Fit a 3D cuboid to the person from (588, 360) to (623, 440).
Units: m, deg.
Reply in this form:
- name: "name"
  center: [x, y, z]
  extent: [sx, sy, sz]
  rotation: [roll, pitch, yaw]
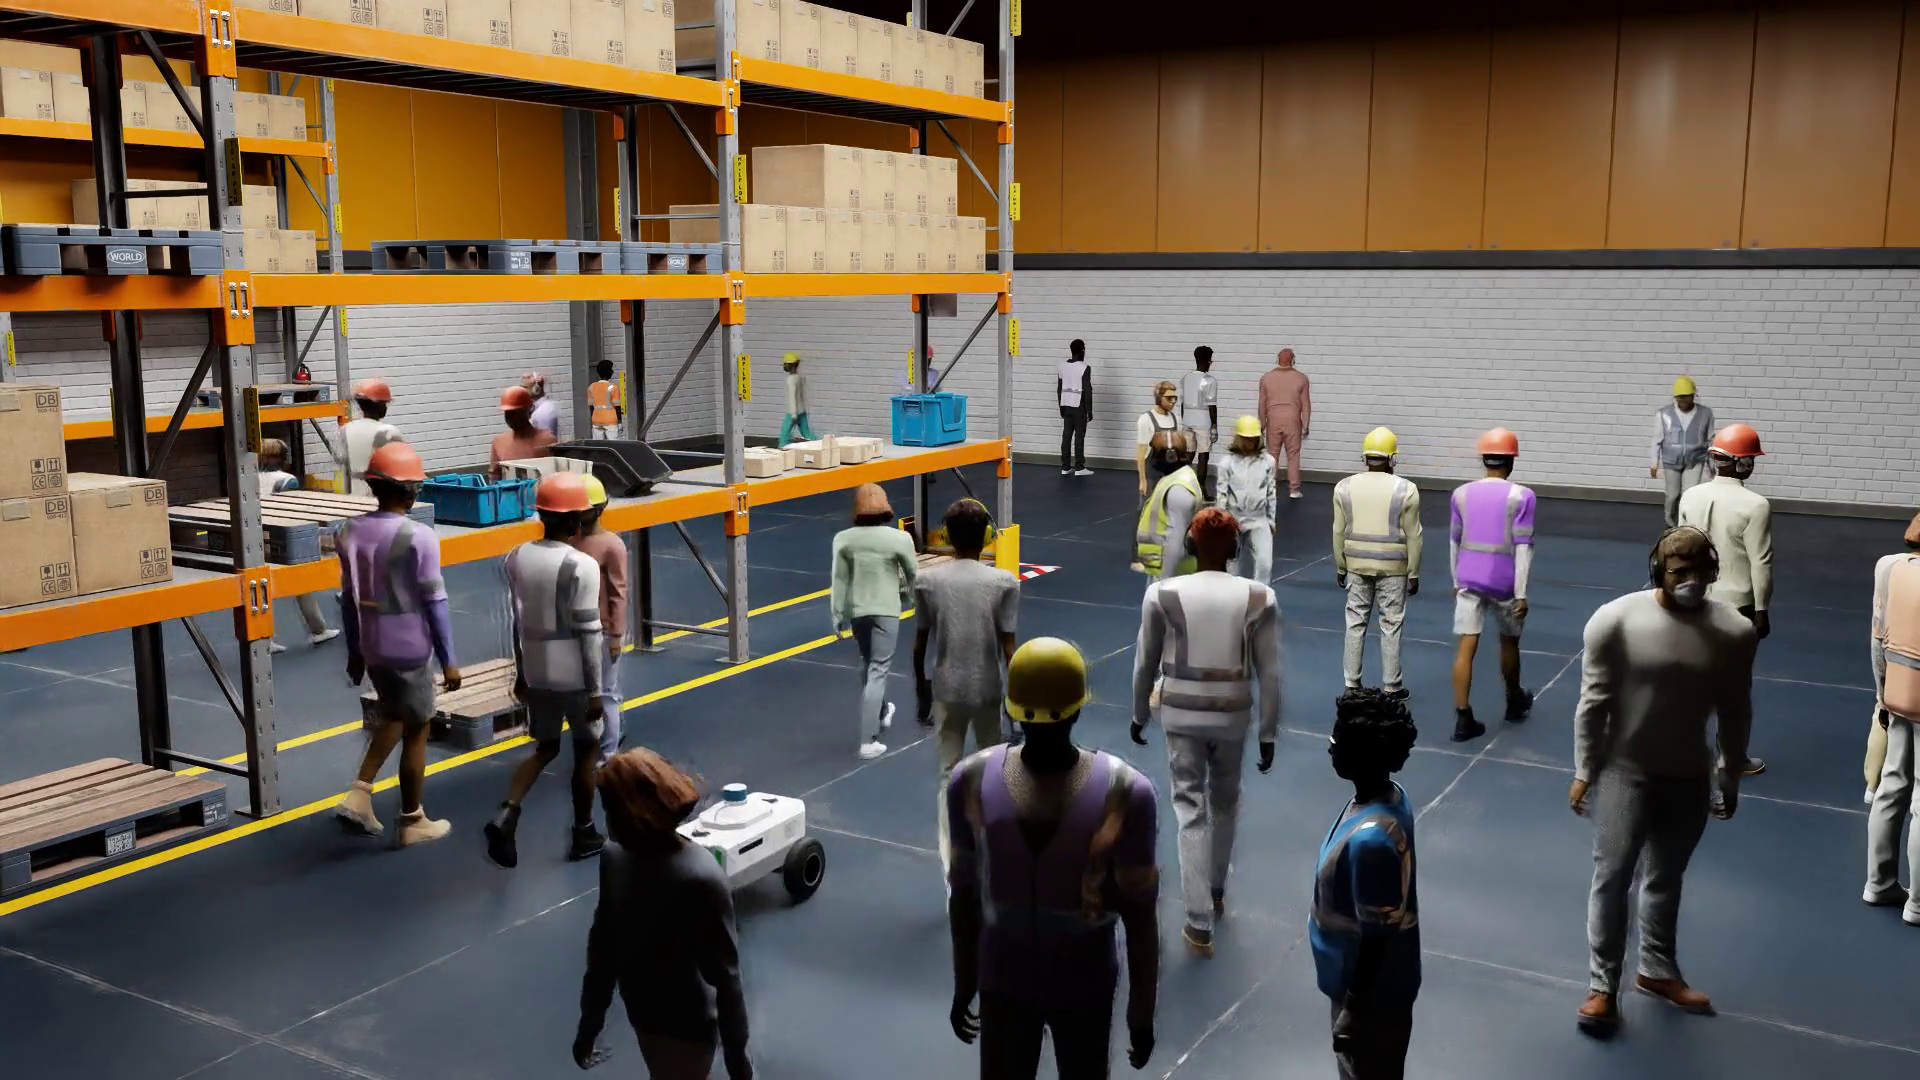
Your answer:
- name: "person"
  center: [-4.715, -1.554, 22.191]
  extent: [0.535, 1.697, 0.318]
  rotation: [5, 10, 27]

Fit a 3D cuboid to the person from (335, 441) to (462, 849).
- name: "person"
  center: [-2.751, 0.533, 8.137]
  extent: [0.607, 2.027, 0.479]
  rotation: [6, 11, 31]

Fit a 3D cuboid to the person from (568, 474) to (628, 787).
- name: "person"
  center: [-2.042, 0.499, 9.185]
  extent: [0.553, 1.749, 0.375]
  rotation: [7, 11, 37]

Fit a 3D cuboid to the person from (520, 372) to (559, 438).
- name: "person"
  center: [-4.140, -0.698, 16.256]
  extent: [0.425, 1.893, 0.645]
  rotation: [-3, 10, -20]

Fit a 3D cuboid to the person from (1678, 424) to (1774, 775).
- name: "person"
  center: [4.350, 0.336, 9.469]
  extent: [0.378, 1.995, 0.612]
  rotation: [-4, 10, -25]

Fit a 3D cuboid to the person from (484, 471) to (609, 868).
- name: "person"
  center: [-1.936, 0.633, 7.858]
  extent: [0.554, 1.916, 0.696]
  rotation: [5, 10, 27]

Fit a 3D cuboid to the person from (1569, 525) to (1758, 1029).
- name: "person"
  center: [2.631, 0.890, 6.264]
  extent: [0.674, 1.922, 0.488]
  rotation: [0, 9, 0]

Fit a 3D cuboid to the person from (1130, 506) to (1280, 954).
- name: "person"
  center: [1.040, 0.769, 7.198]
  extent: [0.597, 1.844, 0.886]
  rotation: [0, 9, -2]

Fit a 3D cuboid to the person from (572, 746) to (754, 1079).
- name: "person"
  center: [-0.767, 1.331, 4.556]
  extent: [0.830, 1.582, 0.519]
  rotation: [-9, 13, -43]

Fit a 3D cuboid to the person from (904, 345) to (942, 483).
- name: "person"
  center: [-0.515, -1.760, 22.897]
  extent: [0.541, 1.896, 1.020]
  rotation: [-2, 9, -11]

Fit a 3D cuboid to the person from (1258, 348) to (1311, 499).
- name: "person"
  center: [4.097, -1.466, 20.994]
  extent: [0.651, 1.906, 0.403]
  rotation: [3, 10, 18]

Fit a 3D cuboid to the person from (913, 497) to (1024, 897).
- name: "person"
  center: [0.056, 0.711, 7.653]
  extent: [0.537, 1.821, 0.937]
  rotation: [1, 9, 8]

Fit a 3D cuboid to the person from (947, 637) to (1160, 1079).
- name: "person"
  center: [0.253, 1.176, 4.552]
  extent: [0.598, 1.895, 0.869]
  rotation: [2, 9, 14]

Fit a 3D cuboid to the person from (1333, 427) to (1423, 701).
- name: "person"
  center: [2.765, 0.169, 11.003]
  extent: [0.590, 1.837, 0.404]
  rotation: [5, 11, 31]

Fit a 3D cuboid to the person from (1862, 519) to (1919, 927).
- name: "person"
  center: [4.242, 0.723, 7.260]
  extent: [0.369, 1.925, 0.594]
  rotation: [-1, 9, -9]

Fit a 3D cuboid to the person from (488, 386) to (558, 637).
- name: "person"
  center: [-3.401, -0.211, 12.931]
  extent: [0.644, 1.973, 0.447]
  rotation: [4, 10, 23]

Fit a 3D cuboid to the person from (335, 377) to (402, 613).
- name: "person"
  center: [-4.763, -0.305, 13.428]
  extent: [0.613, 2.018, 0.831]
  rotation: [4, 10, 24]

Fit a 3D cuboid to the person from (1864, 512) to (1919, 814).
- name: "person"
  center: [5.052, 0.631, 8.771]
  extent: [0.271, 1.627, 0.496]
  rotation: [-7, 12, -38]

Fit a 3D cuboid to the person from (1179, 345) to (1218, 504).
- name: "person"
  center: [2.962, -1.429, 20.600]
  extent: [0.372, 1.958, 0.607]
  rotation: [-7, 11, -35]

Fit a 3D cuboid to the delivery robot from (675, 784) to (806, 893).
- name: "delivery robot"
  center: [-0.999, 1.334, 7.427]
  extent: [0.477, 0.478, 0.707]
  rotation: [5, 10, 28]

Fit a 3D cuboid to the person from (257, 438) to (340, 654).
- name: "person"
  center: [-5.082, 0.035, 12.534]
  extent: [0.537, 1.597, 0.789]
  rotation: [4, 10, 25]

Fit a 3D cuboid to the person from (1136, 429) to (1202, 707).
- name: "person"
  center: [1.366, 0.192, 10.892]
  extent: [0.429, 1.836, 0.629]
  rotation: [1, 9, 4]

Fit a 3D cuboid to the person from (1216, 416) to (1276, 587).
- name: "person"
  center: [2.281, -0.115, 13.114]
  extent: [0.519, 1.715, 0.717]
  rotation: [-1, 9, -6]

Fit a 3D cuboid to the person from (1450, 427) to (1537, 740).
- name: "person"
  center: [3.327, 0.251, 10.325]
  extent: [0.561, 1.883, 0.980]
  rotation: [7, 12, 38]

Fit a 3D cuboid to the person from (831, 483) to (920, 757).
- name: "person"
  center: [-0.476, 0.450, 10.002]
  extent: [0.516, 1.589, 0.866]
  rotation: [3, 10, 19]

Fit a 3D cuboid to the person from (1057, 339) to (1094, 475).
- name: "person"
  center: [1.625, -1.868, 23.459]
  extent: [0.378, 1.917, 0.597]
  rotation: [-9, 13, -43]

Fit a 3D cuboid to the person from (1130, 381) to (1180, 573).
- name: "person"
  center: [1.883, -0.595, 15.821]
  extent: [0.512, 1.832, 0.384]
  rotation: [-7, 11, -36]

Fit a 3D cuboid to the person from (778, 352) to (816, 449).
- name: "person"
  center: [-2.357, -1.851, 23.981]
  extent: [0.918, 1.720, 0.530]
  rotation: [2, 9, 14]

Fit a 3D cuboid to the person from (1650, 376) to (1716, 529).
- name: "person"
  center: [7.618, -0.846, 17.519]
  extent: [0.638, 1.787, 0.856]
  rotation: [4, 10, 24]

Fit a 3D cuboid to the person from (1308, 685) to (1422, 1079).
- name: "person"
  center: [1.142, 1.247, 4.711]
  extent: [0.318, 1.697, 0.533]
  rotation: [2, 9, 14]
